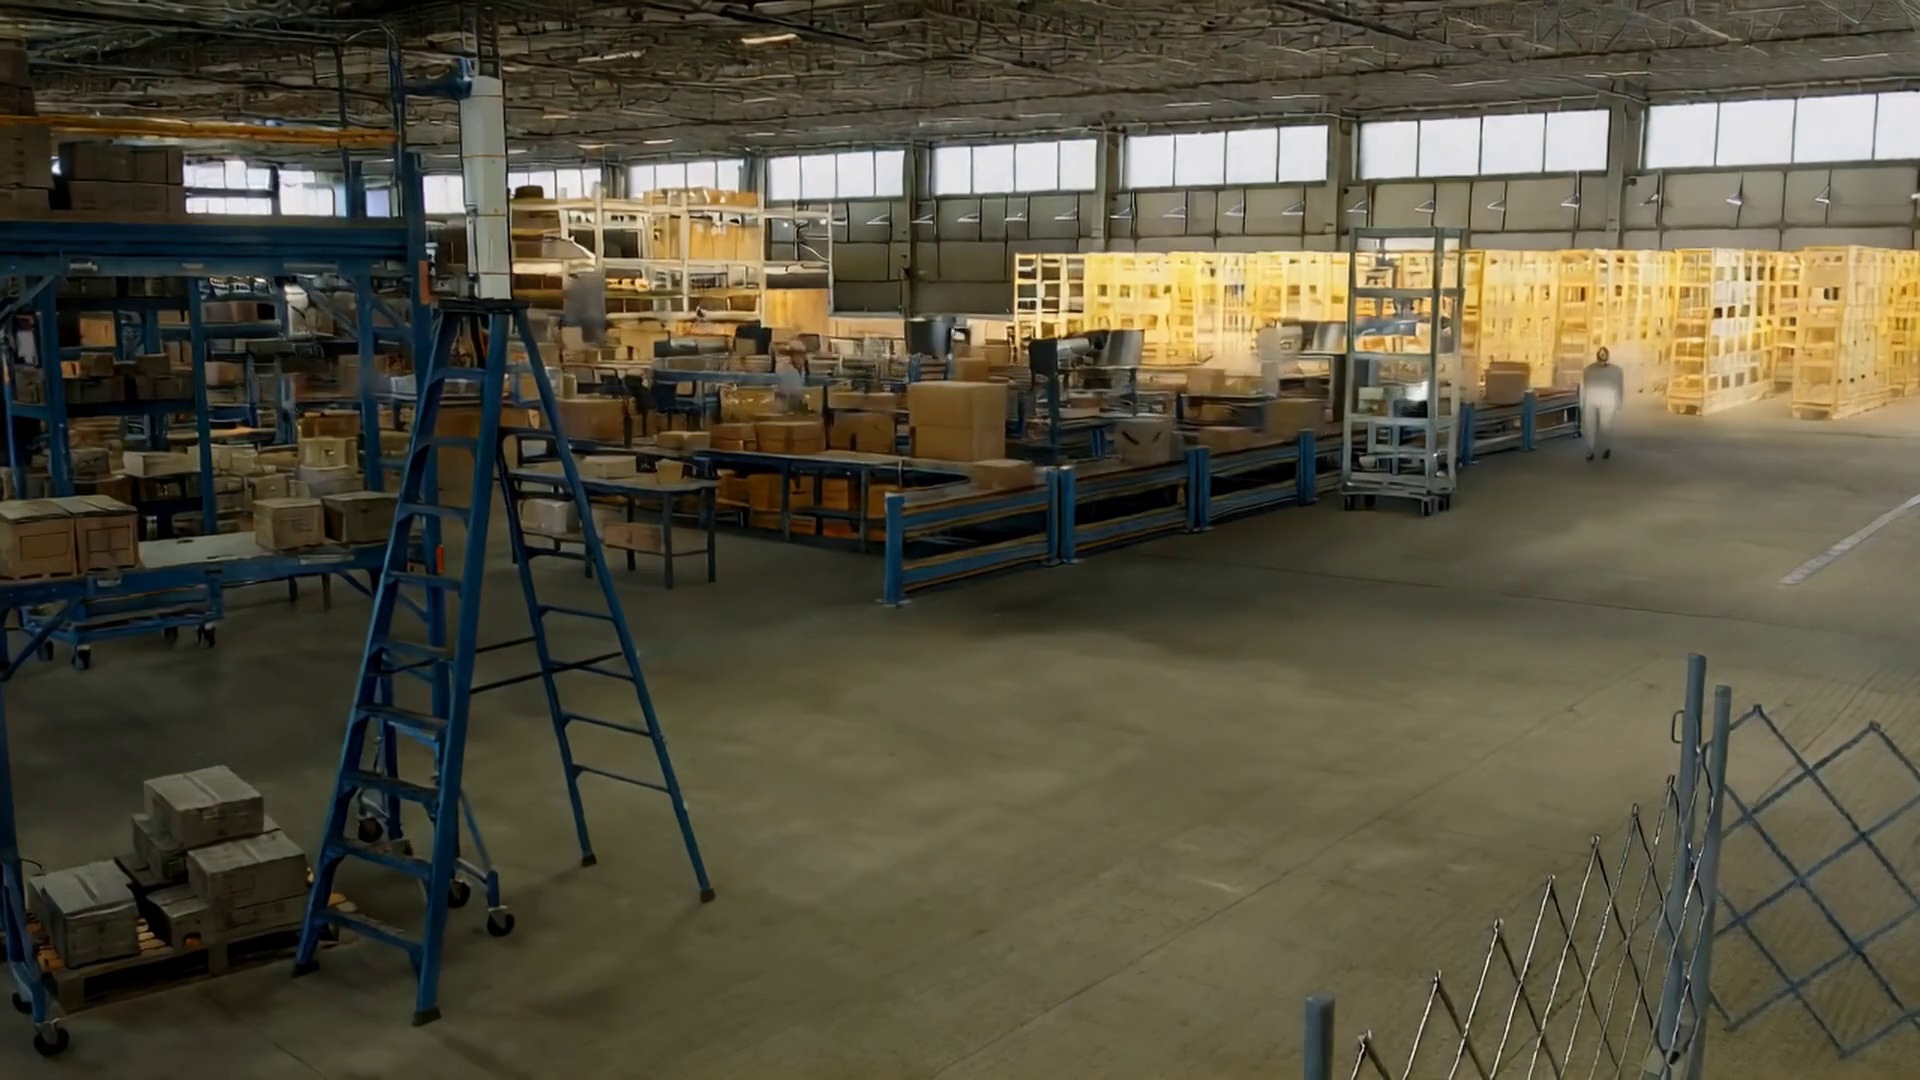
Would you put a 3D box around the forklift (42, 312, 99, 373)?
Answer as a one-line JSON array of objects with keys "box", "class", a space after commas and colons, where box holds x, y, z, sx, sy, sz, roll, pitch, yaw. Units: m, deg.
[{"box": [-23.779, -5.451, 44.052, 1.873, 2.768, 1.129, 7, 11, 36], "class": "forklift"}]

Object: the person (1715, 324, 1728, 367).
[{"box": [19.685, -4.785, 43.109, 0.389, 1.846, 0.567, 7, 11, 37], "class": "person"}]

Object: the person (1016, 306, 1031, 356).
[{"box": [2.149, -7.104, 57.298, 0.654, 1.928, 0.506, -5, 10, -27], "class": "person"}]

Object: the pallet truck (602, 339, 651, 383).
[{"box": [-8.991, -4.871, 45.351, 0.653, 1.274, 1.630, 7, 11, 37], "class": "pallet truck"}]

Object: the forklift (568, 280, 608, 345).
[{"box": [-12.107, -6.988, 53.644, 1.129, 2.768, 1.873, 1, 9, 5], "class": "forklift"}]

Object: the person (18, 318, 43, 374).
[{"box": [-23.683, -4.705, 42.388, 0.416, 1.914, 0.573, 2, 9, 15], "class": "person"}]

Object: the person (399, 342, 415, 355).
[{"box": [-14.991, -5.033, 45.158, 0.547, 1.678, 0.444, 3, 9, 16], "class": "person"}]

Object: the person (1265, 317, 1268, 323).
[{"box": [9.326, -6.060, 51.132, 0.452, 1.819, 0.627, 8, 12, 39], "class": "person"}]

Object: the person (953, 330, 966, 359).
[{"box": [0.032, -3.901, 37.895, 0.478, 1.747, 0.533, 3, 10, 21], "class": "person"}]

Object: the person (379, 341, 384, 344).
[{"box": [-17.633, -5.884, 50.282, 0.372, 1.746, 0.578, 3, 10, 17], "class": "person"}]

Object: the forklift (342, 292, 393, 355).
[{"box": [-16.485, -5.622, 45.120, 1.129, 2.768, 1.873, 7, 11, 37], "class": "forklift"}]

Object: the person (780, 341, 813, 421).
[{"box": [-2.473, -2.001, 25.190, 0.544, 2.018, 0.628, 4, 10, 21], "class": "person"}]

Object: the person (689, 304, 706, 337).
[{"box": [-9.573, -7.701, 61.029, 0.608, 1.952, 1.052, 8, 12, 39], "class": "person"}]

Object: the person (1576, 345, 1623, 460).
[{"box": [10.379, -2.224, 27.001, 0.664, 1.888, 0.461, 5, 10, 29], "class": "person"}]

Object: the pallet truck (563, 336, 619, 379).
[{"box": [-10.690, -5.294, 48.215, 1.601, 1.201, 0.680, -5, 10, -26], "class": "pallet truck"}]
